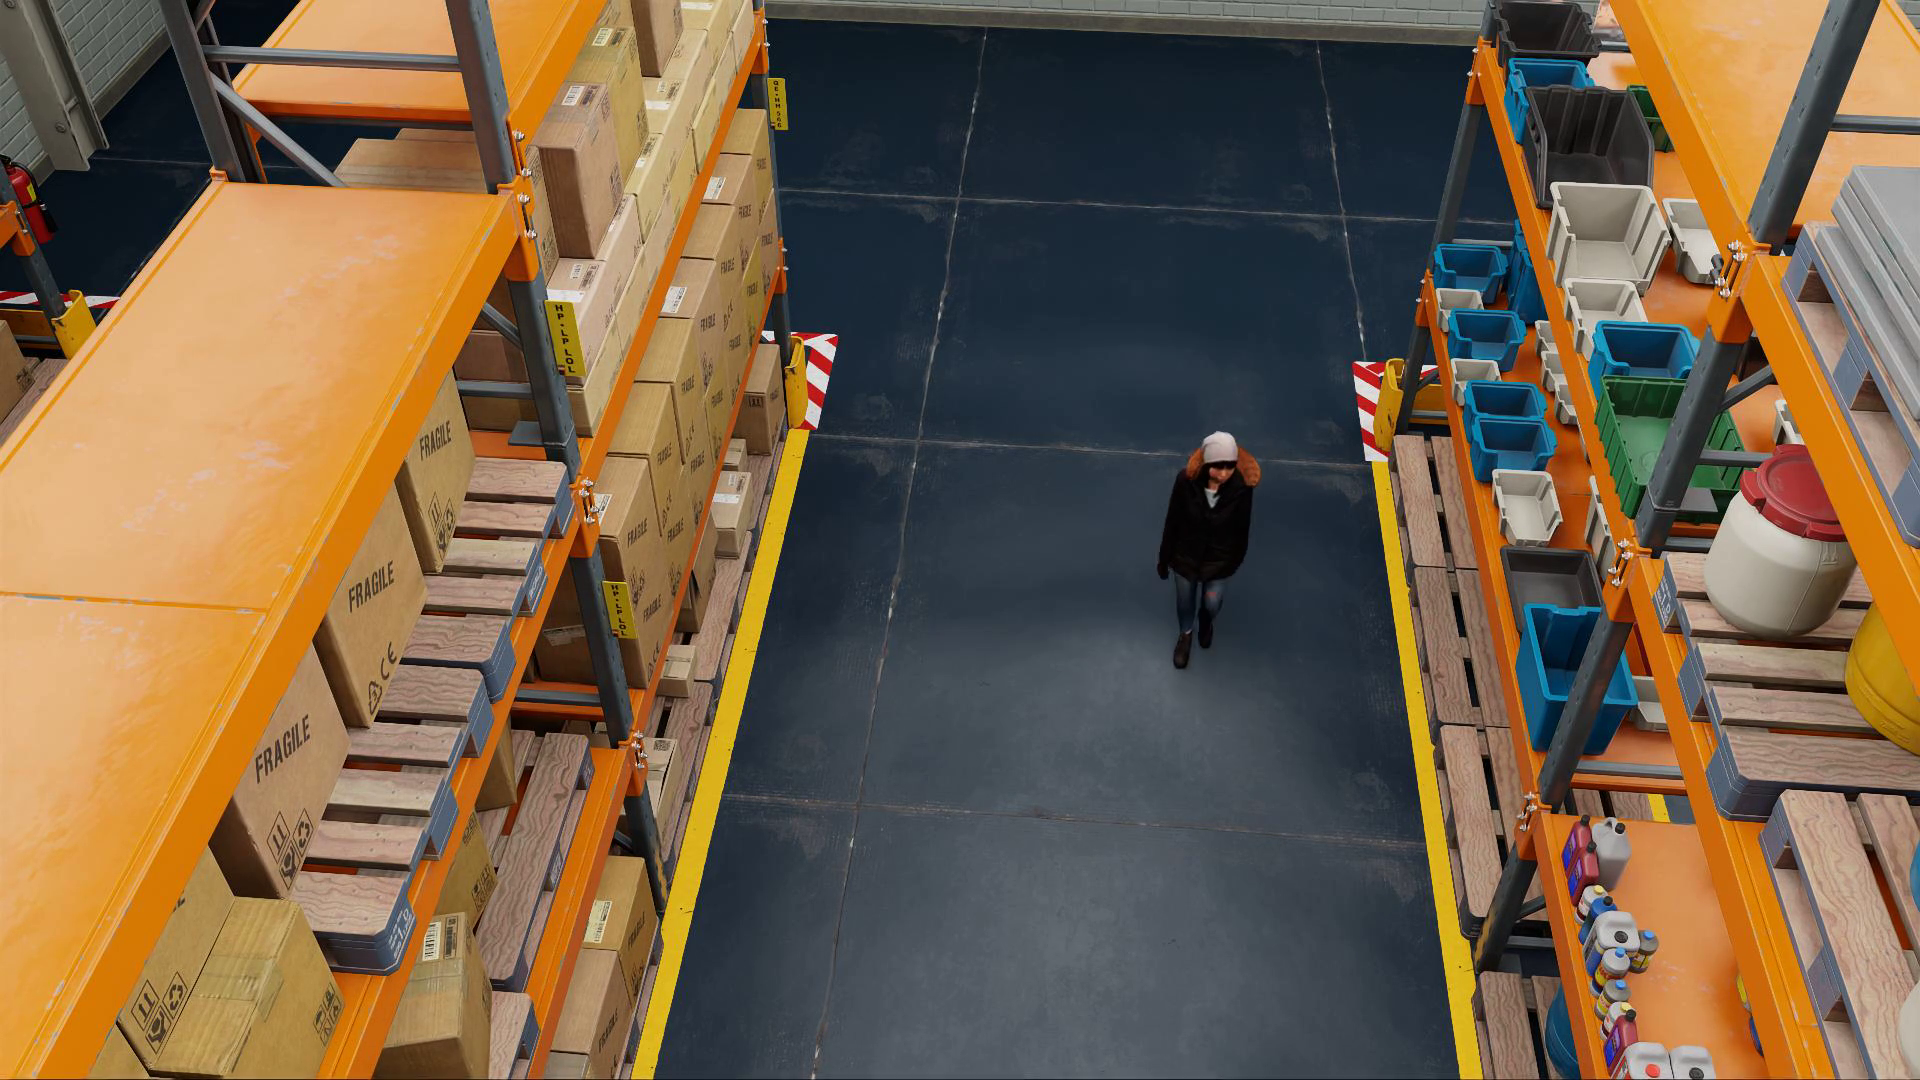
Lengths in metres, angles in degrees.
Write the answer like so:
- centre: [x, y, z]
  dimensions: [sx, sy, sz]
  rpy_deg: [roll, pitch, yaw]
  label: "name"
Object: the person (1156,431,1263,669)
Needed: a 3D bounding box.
- centre: [1.324, 0.004, 9.014]
  dimensions: [0.671, 1.626, 0.671]
  rpy_deg: [10, 44, 10]
  label: "person"
